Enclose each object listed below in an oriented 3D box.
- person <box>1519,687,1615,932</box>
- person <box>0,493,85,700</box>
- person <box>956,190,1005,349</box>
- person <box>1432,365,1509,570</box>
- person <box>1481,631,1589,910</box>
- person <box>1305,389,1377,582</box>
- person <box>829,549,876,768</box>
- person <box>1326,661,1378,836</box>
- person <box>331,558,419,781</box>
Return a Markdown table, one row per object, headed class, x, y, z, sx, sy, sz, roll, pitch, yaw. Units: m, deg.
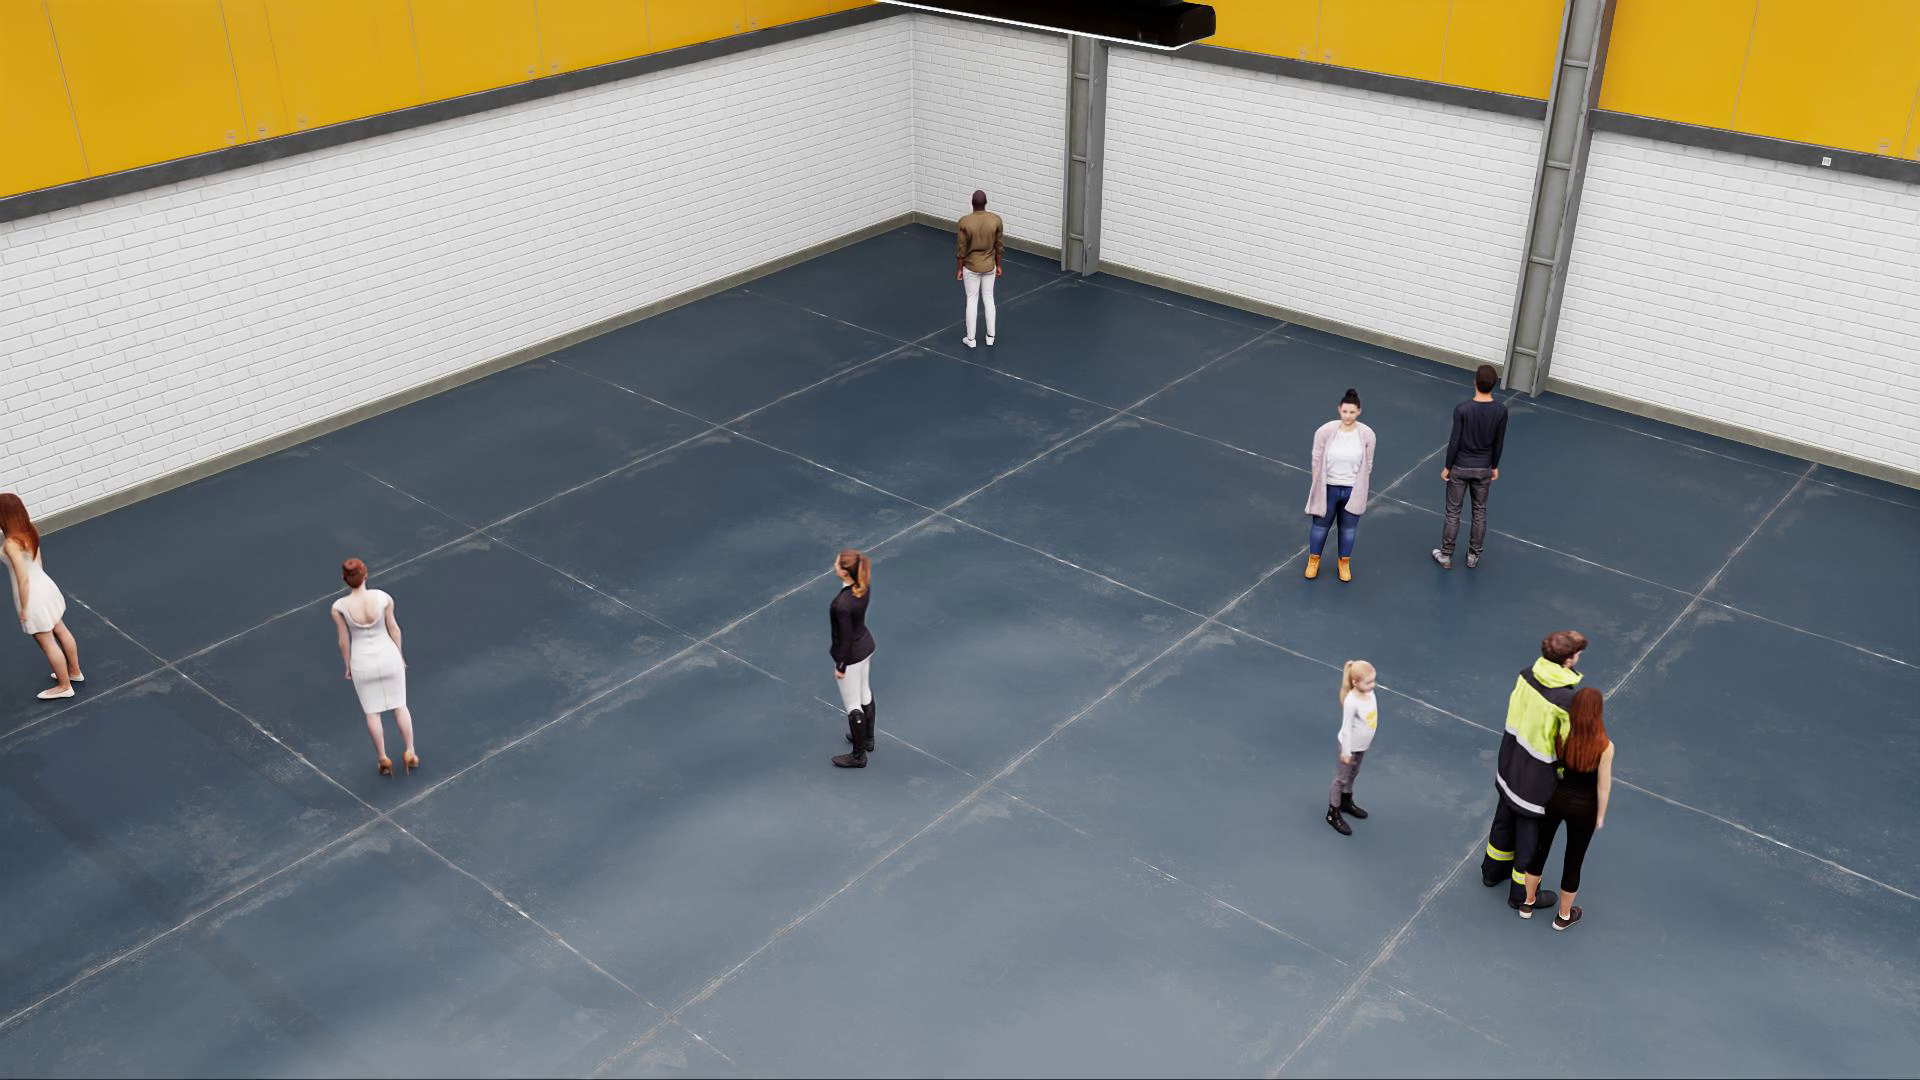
| class | x | y | z | sx | sy | sz | roll | pitch | yaw |
| --- | --- | --- | --- | --- | --- | --- | --- | --- | --- |
| person | 3.762 | 1.650 | 10.306 | 0.454 | 1.726 | 0.633 | 20 | 34 | 32 |
| person | -6.998 | 0.410 | 12.594 | 0.704 | 1.711 | 0.643 | -2 | 29 | -4 |
| person | 0.225 | -3.084 | 18.880 | 0.803 | 1.825 | 0.814 | -7 | 29 | -12 |
| person | 4.405 | -0.621 | 14.320 | 0.700 | 1.870 | 0.775 | -1 | 29 | -1 |
| person | 3.627 | 1.419 | 10.461 | 0.929 | 1.983 | 0.793 | -10 | 30 | -17 |
| person | 3.238 | -0.475 | 14.184 | 0.749 | 1.744 | 0.853 | 4 | 29 | 8 |
| person | -0.763 | 0.834 | 11.800 | 0.649 | 1.729 | 0.644 | 9 | 30 | 16 |
| person | 2.663 | 1.371 | 11.286 | 0.487 | 1.279 | 0.482 | 22 | 36 | 35 |
| person | -4.088 | 0.894 | 11.624 | 0.634 | 1.791 | 0.641 | -10 | 30 | -17 |
